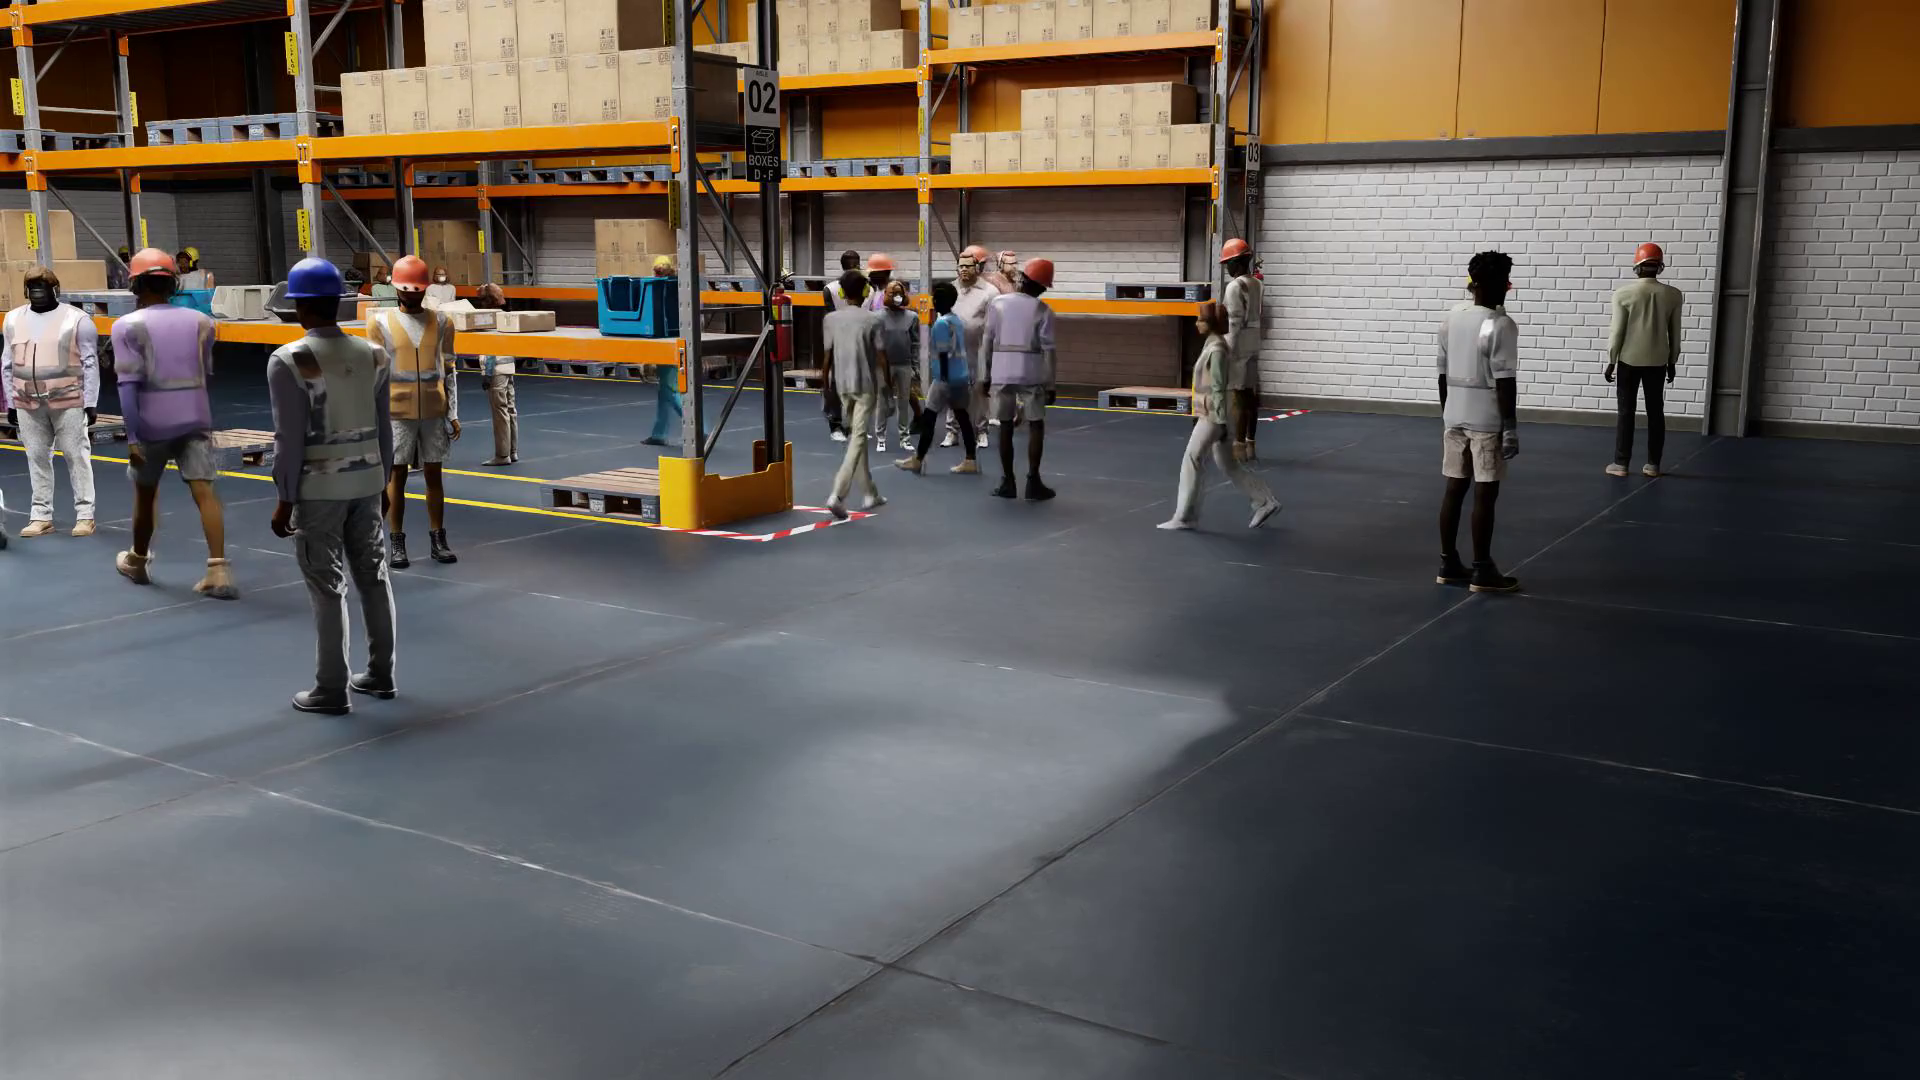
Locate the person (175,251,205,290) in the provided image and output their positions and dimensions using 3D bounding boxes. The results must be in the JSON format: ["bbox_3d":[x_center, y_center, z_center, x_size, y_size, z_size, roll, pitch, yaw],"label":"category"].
[{"bbox_3d":[-11.048,-3.191,23.804,0.518,1.865,0.326,-3,11,-16],"label":"person"}]

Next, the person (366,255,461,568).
[{"bbox_3d":[-3.377,-0.793,10.338,0.542,1.927,0.374,-6,12,-29],"label":"person"}]

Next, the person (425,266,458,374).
[{"bbox_3d":[-7.775,-3.289,24.992,0.268,1.627,0.506,10,14,43],"label":"person"}]

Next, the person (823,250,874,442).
[{"bbox_3d":[-1.120,-1.957,16.811,0.590,1.919,0.397,-8,13,-39],"label":"person"}]

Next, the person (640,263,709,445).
[{"bbox_3d":[-2.793,-1.786,16.171,0.901,1.813,0.580,6,12,30],"label":"person"}]

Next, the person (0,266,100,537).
[{"bbox_3d":[-6.213,-0.936,11.363,0.631,1.846,0.429,-1,10,-4],"label":"person"}]

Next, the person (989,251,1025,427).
[{"bbox_3d":[0.503,-2.194,18.159,0.408,1.906,0.652,5,11,26],"label":"person"}]

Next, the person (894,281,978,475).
[{"bbox_3d":[-0.202,-1.387,14.352,0.804,1.658,0.542,4,11,20],"label":"person"}]

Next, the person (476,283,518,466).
[{"bbox_3d":[-4.165,-1.488,14.986,0.309,1.640,0.513,1,10,3],"label":"person"}]

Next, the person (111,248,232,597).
[{"bbox_3d":[-4.544,-0.672,9.547,1.103,1.979,0.599,9,14,41],"label":"person"}]

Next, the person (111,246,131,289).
[{"bbox_3d":[-14.942,-4.326,29.940,0.585,1.918,0.382,-10,14,-43],"label":"person"}]

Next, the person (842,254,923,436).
[{"bbox_3d":[-0.766,-2.001,17.162,1.011,1.886,0.544,-5,11,-26],"label":"person"}]

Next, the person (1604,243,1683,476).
[{"bbox_3d":[5.857,-1.540,14.289,0.624,1.992,0.386,0,10,0],"label":"person"}]

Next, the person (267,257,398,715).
[{"bbox_3d":[-2.697,-0.228,7.150,0.397,1.946,0.617,5,12,28],"label":"person"}]

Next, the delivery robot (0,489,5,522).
[{"bbox_3d":[-6.596,-0.259,10.923,0.707,0.478,0.477,8,13,37],"label":"delivery robot"}]

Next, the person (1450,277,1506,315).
[{"bbox_3d":[4.988,-1.741,16.082,0.550,1.742,0.613,4,11,21],"label":"person"}]

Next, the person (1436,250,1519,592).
[{"bbox_3d":[3.010,-0.686,9.637,0.368,1.966,0.600,-5,11,-24],"label":"person"}]

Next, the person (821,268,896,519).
[{"bbox_3d":[-0.781,-1.086,12.268,0.529,1.828,0.946,5,11,25],"label":"person"}]

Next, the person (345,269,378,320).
[{"bbox_3d":[-6.788,-2.200,18.776,0.319,1.696,0.532,5,11,25],"label":"person"}]

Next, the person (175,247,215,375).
[{"bbox_3d":[-11.426,-3.406,24.845,0.585,1.917,0.382,-4,11,-21],"label":"person"}]

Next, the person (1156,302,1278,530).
[{"bbox_3d":[1.825,-0.855,11.582,0.794,1.607,0.515,2,10,9],"label":"person"}]

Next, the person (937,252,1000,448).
[{"bbox_3d":[0.072,-1.848,16.243,0.642,1.909,0.409,2,10,13],"label":"person"}]

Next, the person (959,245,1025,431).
[{"bbox_3d":[0.268,-2.098,17.447,0.779,1.972,0.611,7,12,33],"label":"person"}]

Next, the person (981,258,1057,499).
[{"bbox_3d":[0.472,-1.238,12.944,0.636,1.886,0.408,2,10,11],"label":"person"}]

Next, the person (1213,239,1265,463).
[{"bbox_3d":[2.525,-1.715,15.158,0.401,2.033,0.605,6,12,32],"label":"person"}]

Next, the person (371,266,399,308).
[{"bbox_3d":[-8.643,-3.308,25.086,0.286,1.633,0.500,5,11,25],"label":"person"}]

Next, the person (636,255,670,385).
[{"bbox_3d":[-4.147,-2.983,22.793,0.700,1.813,0.642,9,13,40],"label":"person"}]

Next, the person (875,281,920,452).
[{"bbox_3d":[-0.626,-1.661,15.953,0.498,1.636,0.285,-3,11,-18],"label":"person"}]
